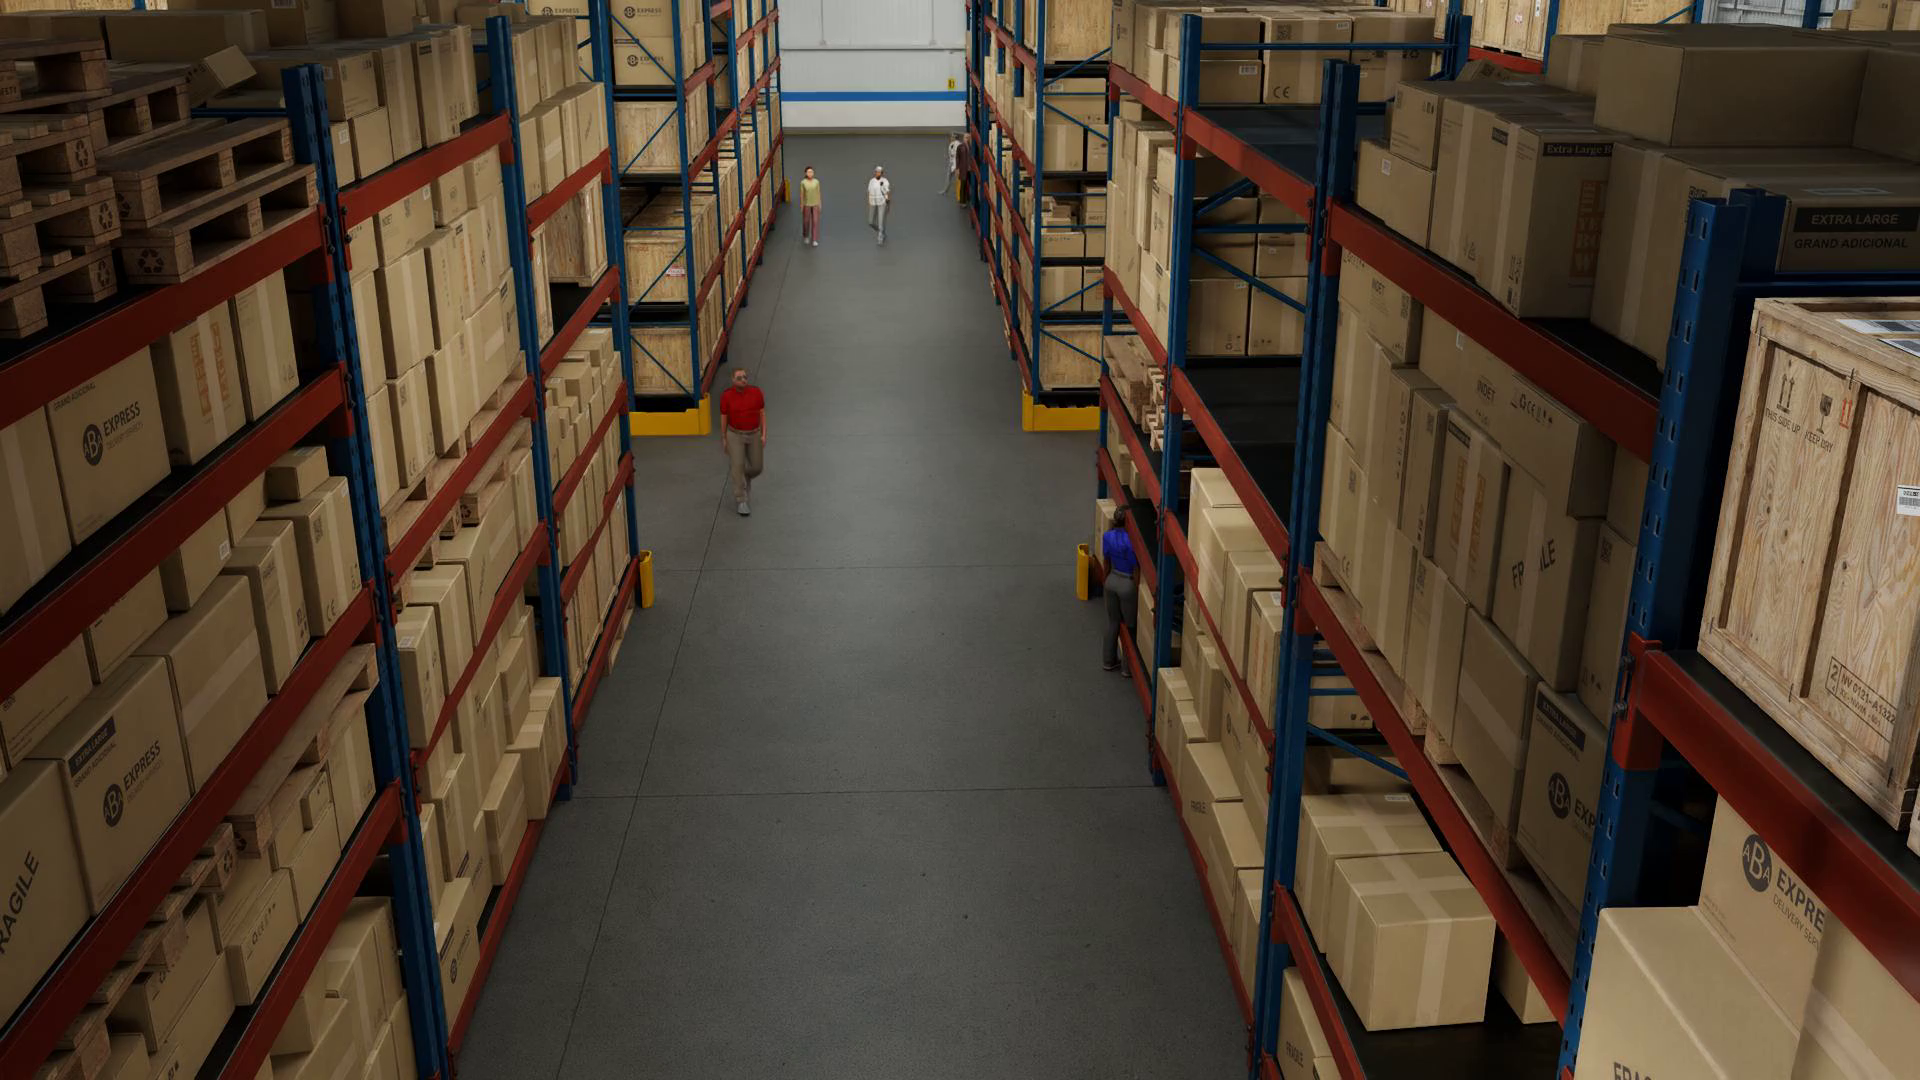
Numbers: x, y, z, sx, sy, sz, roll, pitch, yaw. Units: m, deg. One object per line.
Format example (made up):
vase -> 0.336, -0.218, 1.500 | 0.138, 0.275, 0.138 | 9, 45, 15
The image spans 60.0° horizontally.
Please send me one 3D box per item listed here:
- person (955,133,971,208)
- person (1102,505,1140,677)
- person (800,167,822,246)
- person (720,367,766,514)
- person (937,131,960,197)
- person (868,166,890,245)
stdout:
person -> 0.209, -9.040, 40.697 | 0.569, 1.779, 0.503 | -8, 22, -19
person -> 1.536, 0.454, 15.439 | 0.345, 1.659, 0.441 | -19, 27, -41
person -> -3.210, -7.216, 35.955 | 0.449, 1.672, 0.568 | -5, 21, -13
person -> -2.585, -1.240, 19.844 | 0.537, 1.714, 0.752 | -9, 22, -22
person -> -0.209, -9.510, 42.089 | 0.702, 1.646, 0.521 | -8, 22, -20
person -> -1.753, -7.289, 36.157 | 0.489, 1.653, 0.669 | 7, 22, 18
